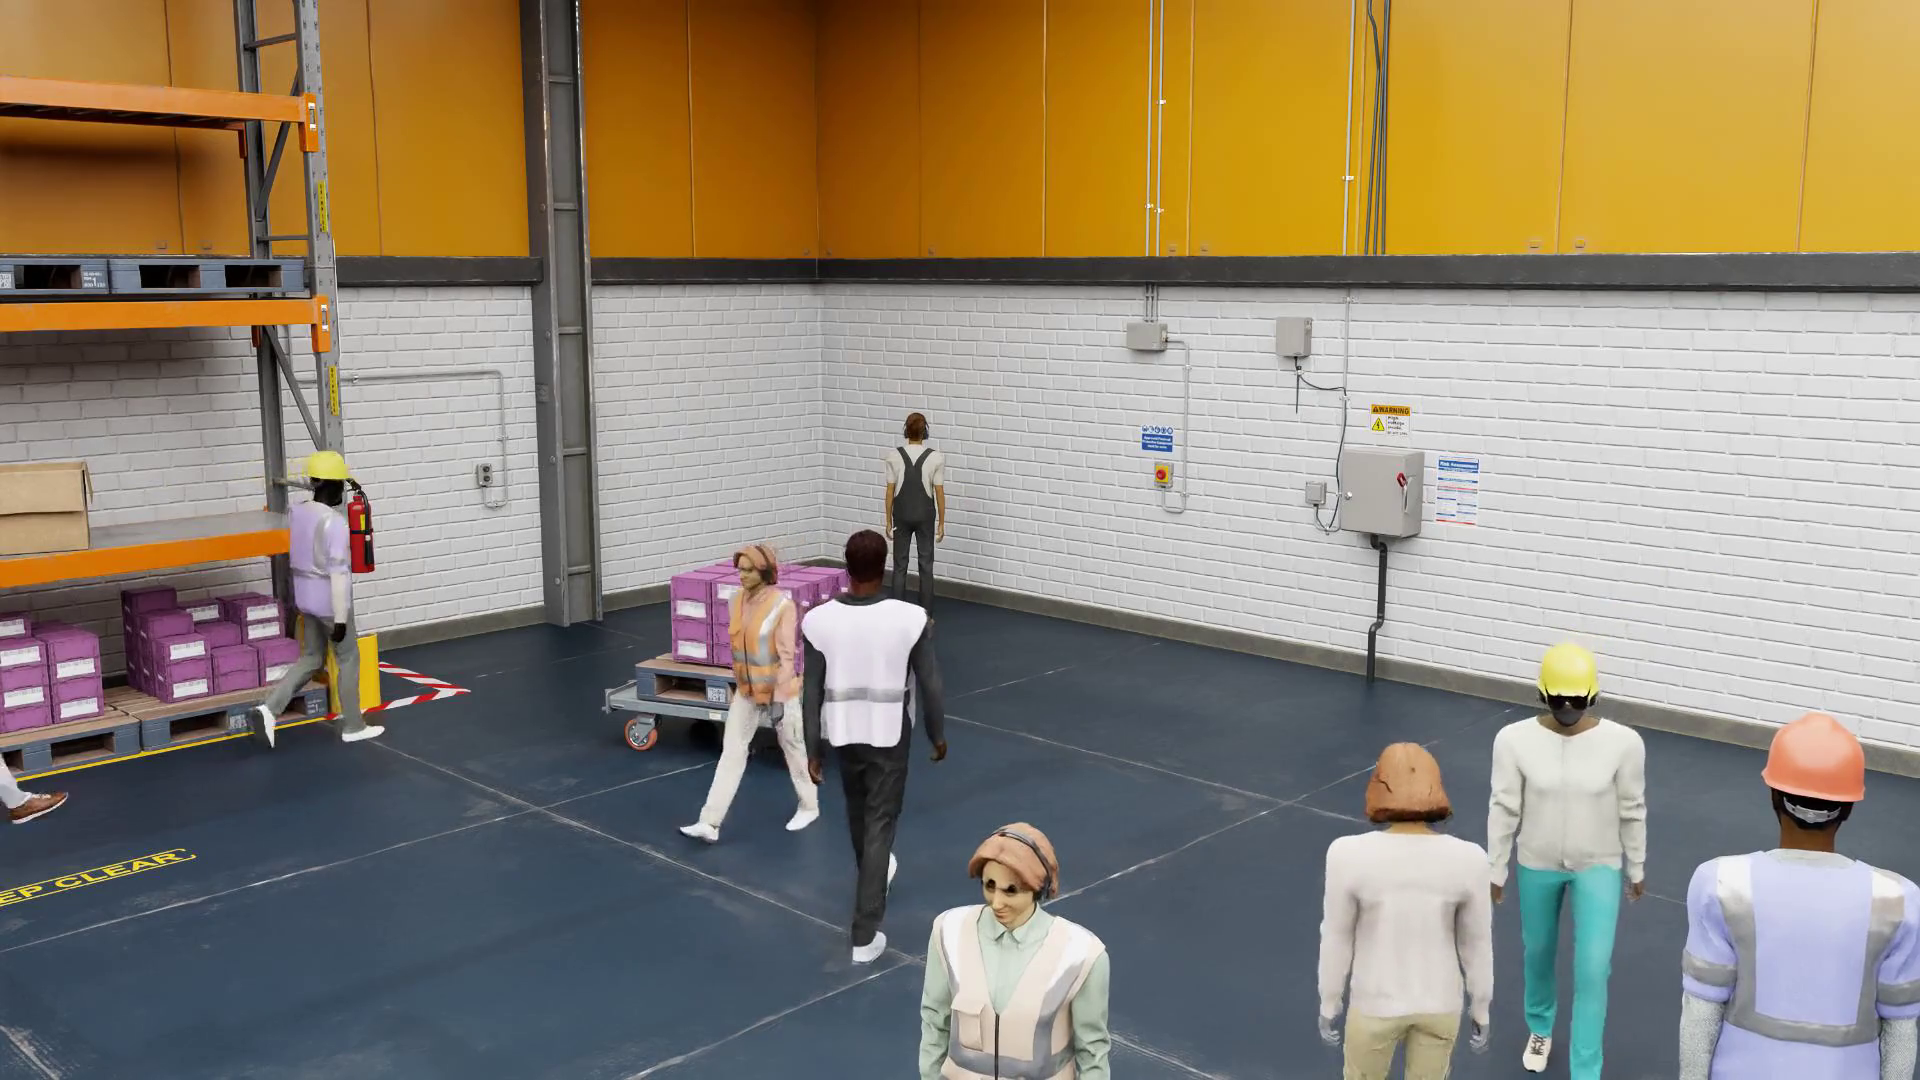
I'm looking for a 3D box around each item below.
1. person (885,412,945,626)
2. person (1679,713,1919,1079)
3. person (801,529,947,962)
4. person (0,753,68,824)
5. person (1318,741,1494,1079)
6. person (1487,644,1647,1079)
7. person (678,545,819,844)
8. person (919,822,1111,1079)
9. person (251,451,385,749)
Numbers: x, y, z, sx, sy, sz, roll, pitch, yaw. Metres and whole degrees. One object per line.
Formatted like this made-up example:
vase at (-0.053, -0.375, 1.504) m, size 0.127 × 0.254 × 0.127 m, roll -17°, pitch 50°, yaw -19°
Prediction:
person at (-0.377, -0.152, 13.998) m, size 0.509 × 1.841 × 0.349 m, roll 0°, pitch 9°, yaw 2°
person at (2.095, 1.391, 4.211) m, size 0.543 × 1.939 × 0.360 m, roll 3°, pitch 10°, yaw 18°
person at (-0.374, 0.878, 7.564) m, size 0.603 × 1.868 × 0.974 m, roll 2°, pitch 10°, yaw 15°
person at (-5.370, 0.671, 8.935) m, size 0.928 × 1.837 × 0.548 m, roll -8°, pitch 12°, yaw -41°
person at (1.350, 1.418, 5.009) m, size 0.528 × 1.616 × 0.443 m, roll 0°, pitch 9°, yaw 2°
person at (2.187, 1.205, 6.033) m, size 0.543 × 1.711 × 0.783 m, roll 4°, pitch 10°, yaw 22°
person at (-1.076, 0.819, 8.775) m, size 0.537 × 1.588 × 0.887 m, roll 7°, pitch 12°, yaw 38°
person at (0.137, 1.520, 4.334) m, size 0.514 × 1.640 × 0.310 m, roll 3°, pitch 10°, yaw 20°
person at (-4.058, 0.393, 10.451) m, size 0.605 × 1.902 × 0.776 m, roll 7°, pitch 11°, yaw 36°
